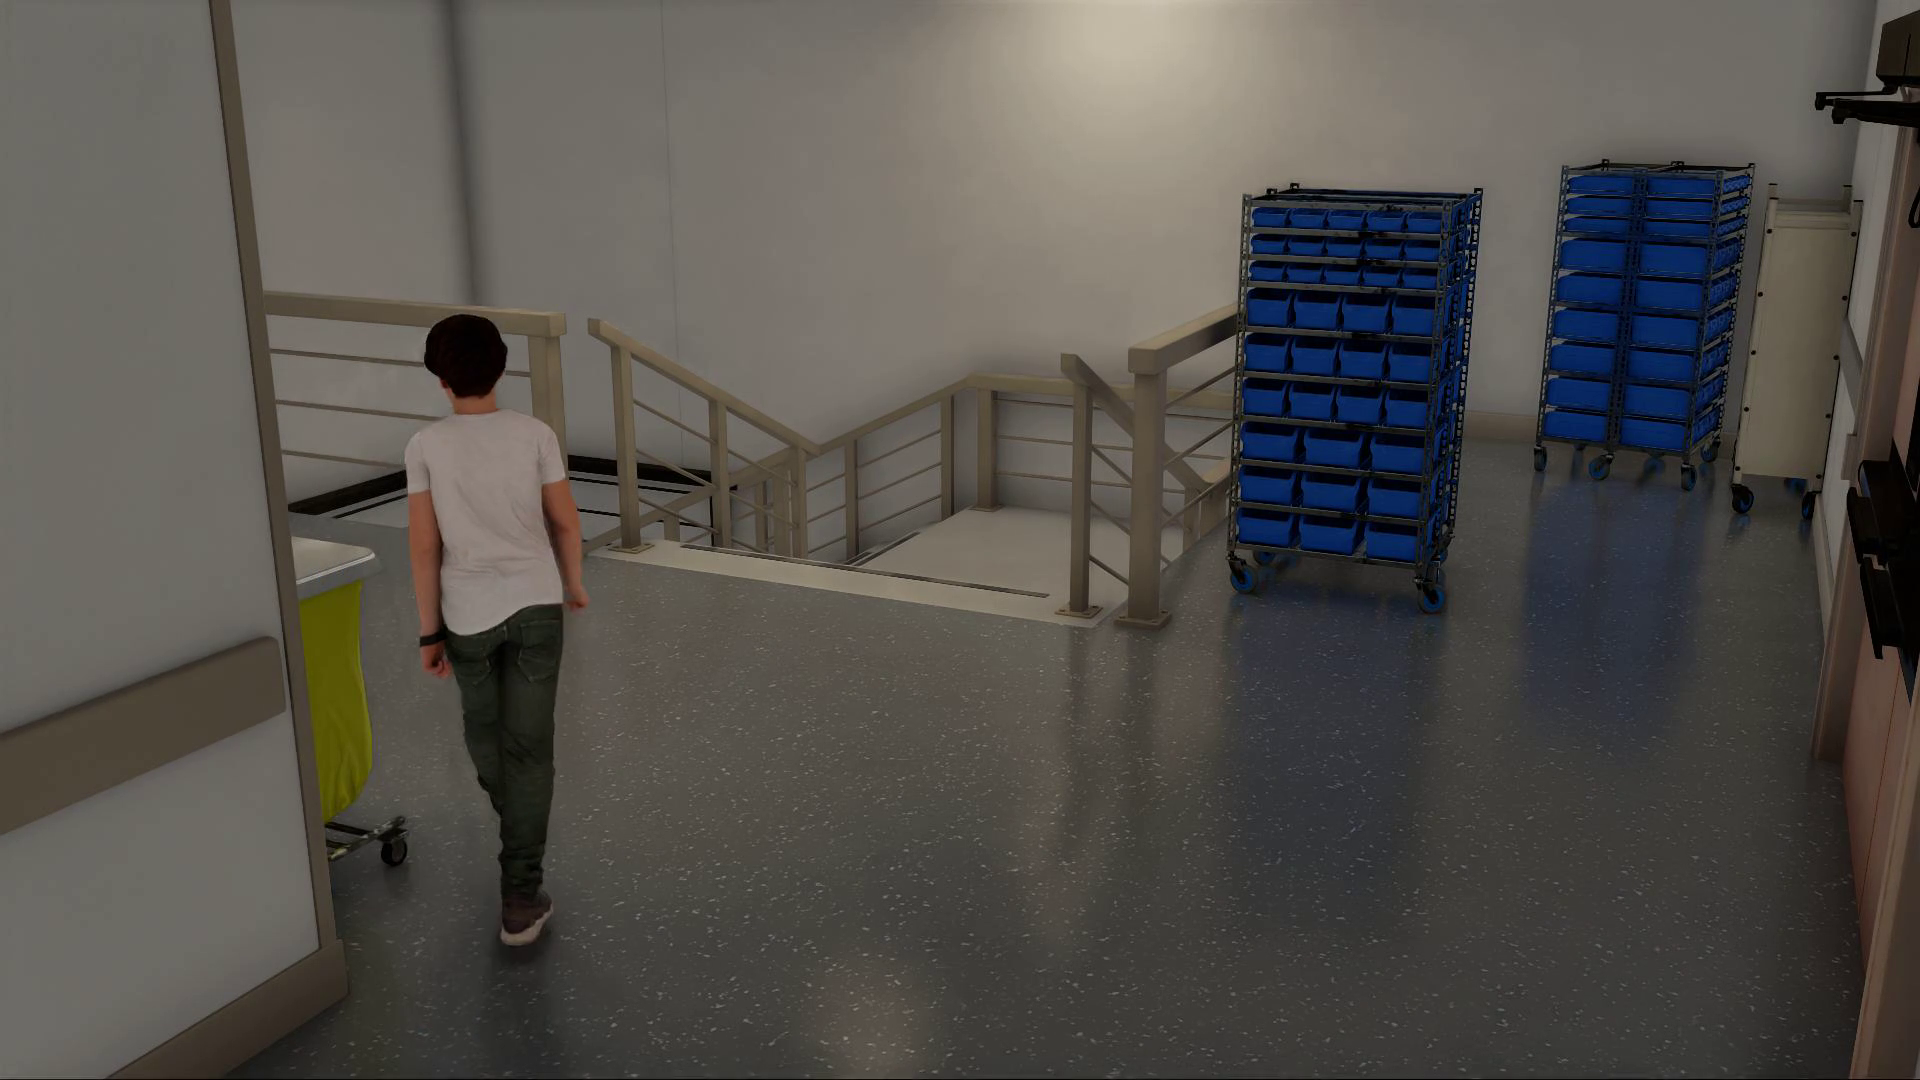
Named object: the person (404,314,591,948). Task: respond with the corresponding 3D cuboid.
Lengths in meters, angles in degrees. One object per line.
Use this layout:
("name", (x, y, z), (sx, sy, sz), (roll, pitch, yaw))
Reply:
("person", (-1.204, 0.267, 4.355), (0.986, 1.605, 1.170), (-2, 16, -8))
